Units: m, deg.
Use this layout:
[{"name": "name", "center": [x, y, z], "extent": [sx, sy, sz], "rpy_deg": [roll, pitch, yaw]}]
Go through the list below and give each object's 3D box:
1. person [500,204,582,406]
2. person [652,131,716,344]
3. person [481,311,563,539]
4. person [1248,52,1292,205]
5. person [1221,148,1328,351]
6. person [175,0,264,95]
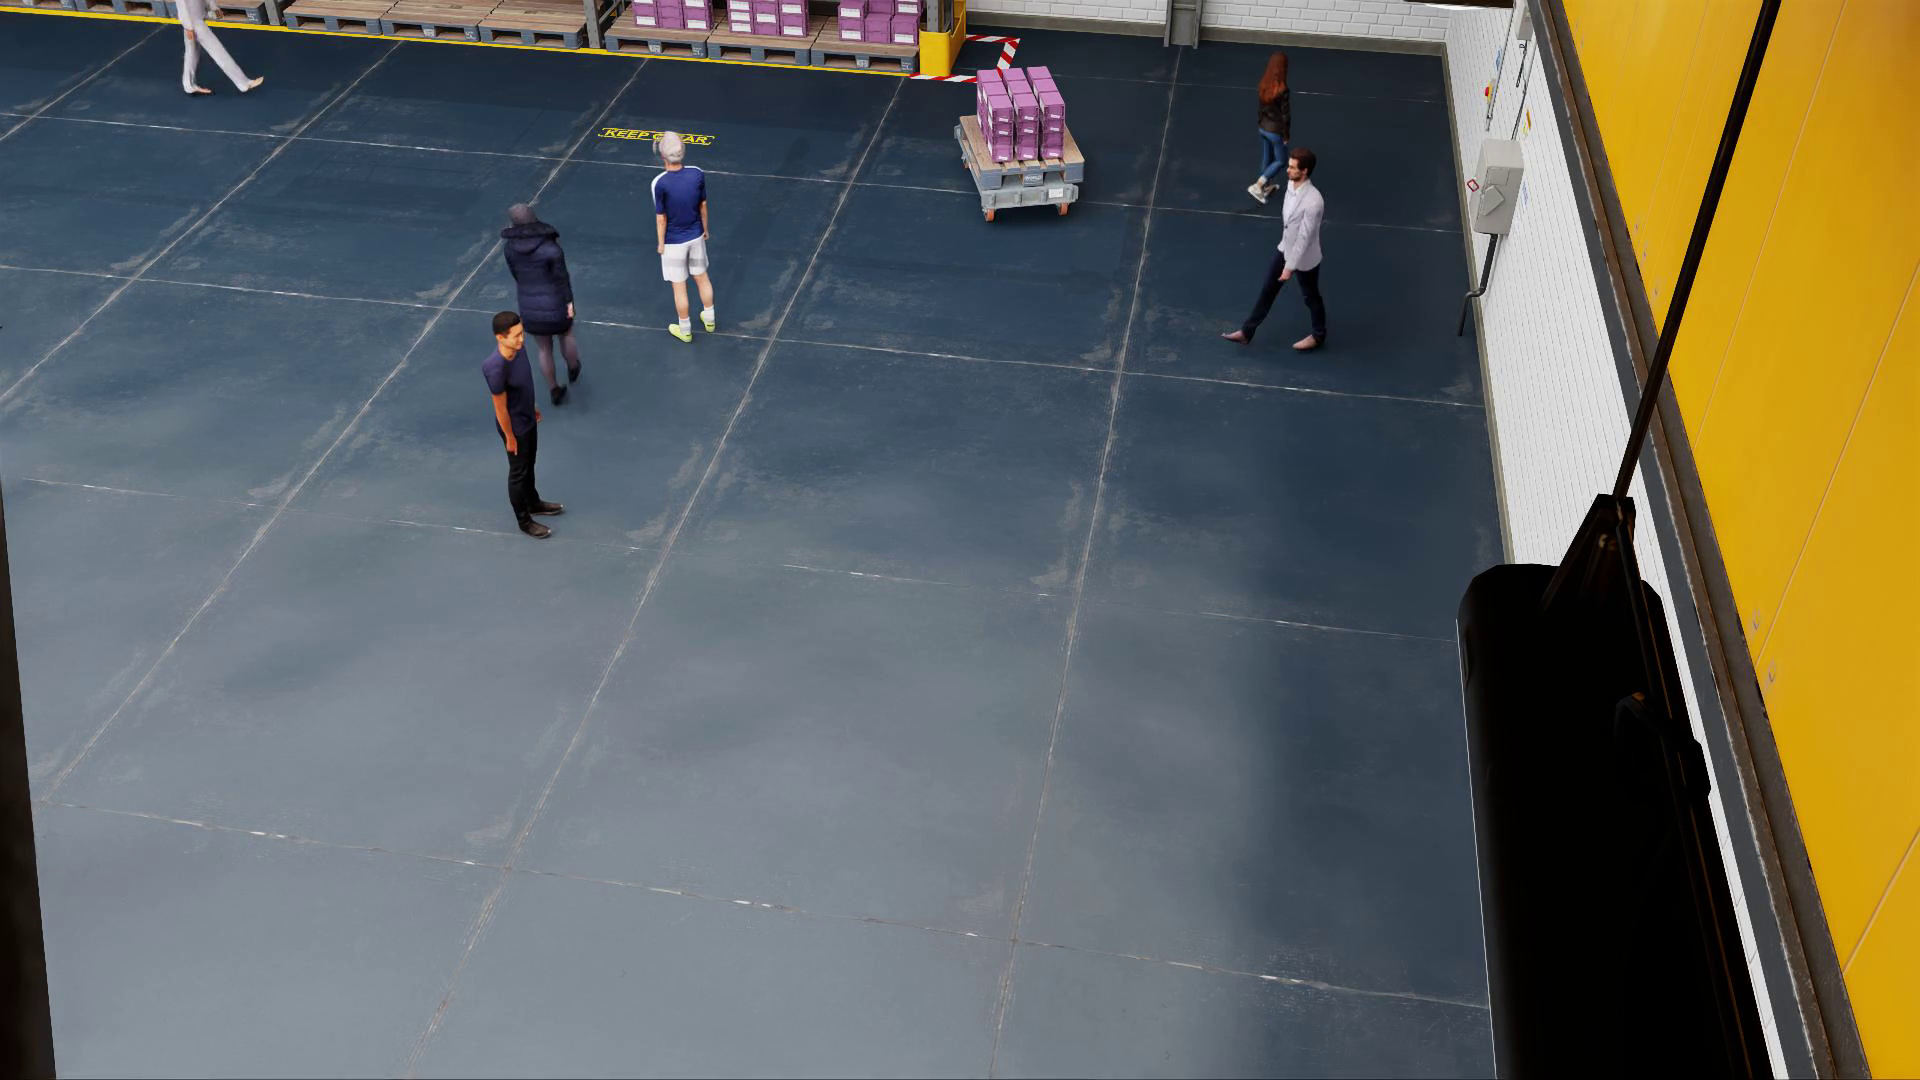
[{"name": "person", "center": [-3.288, -1.831, 13.145], "extent": [0.762, 1.633, 0.760], "rpy_deg": [10, 40, 13]}, {"name": "person", "center": [-2.308, -2.526, 13.851], "extent": [0.717, 1.838, 0.762], "rpy_deg": [-27, 46, -29]}, {"name": "person", "center": [-3.142, -0.841, 11.784], "extent": [0.522, 1.784, 0.648], "rpy_deg": [5, 39, 6]}, {"name": "person", "center": [2.965, -3.917, 15.882], "extent": [0.869, 1.477, 0.804], "rpy_deg": [-21, 43, -24]}, {"name": "person", "center": [2.873, -2.342, 13.648], "extent": [1.245, 1.804, 1.046], "rpy_deg": [-13, 40, -16]}, {"name": "person", "center": [-8.259, -5.553, 17.757], "extent": [1.187, 1.693, 0.917], "rpy_deg": [-8, 39, -10]}]
